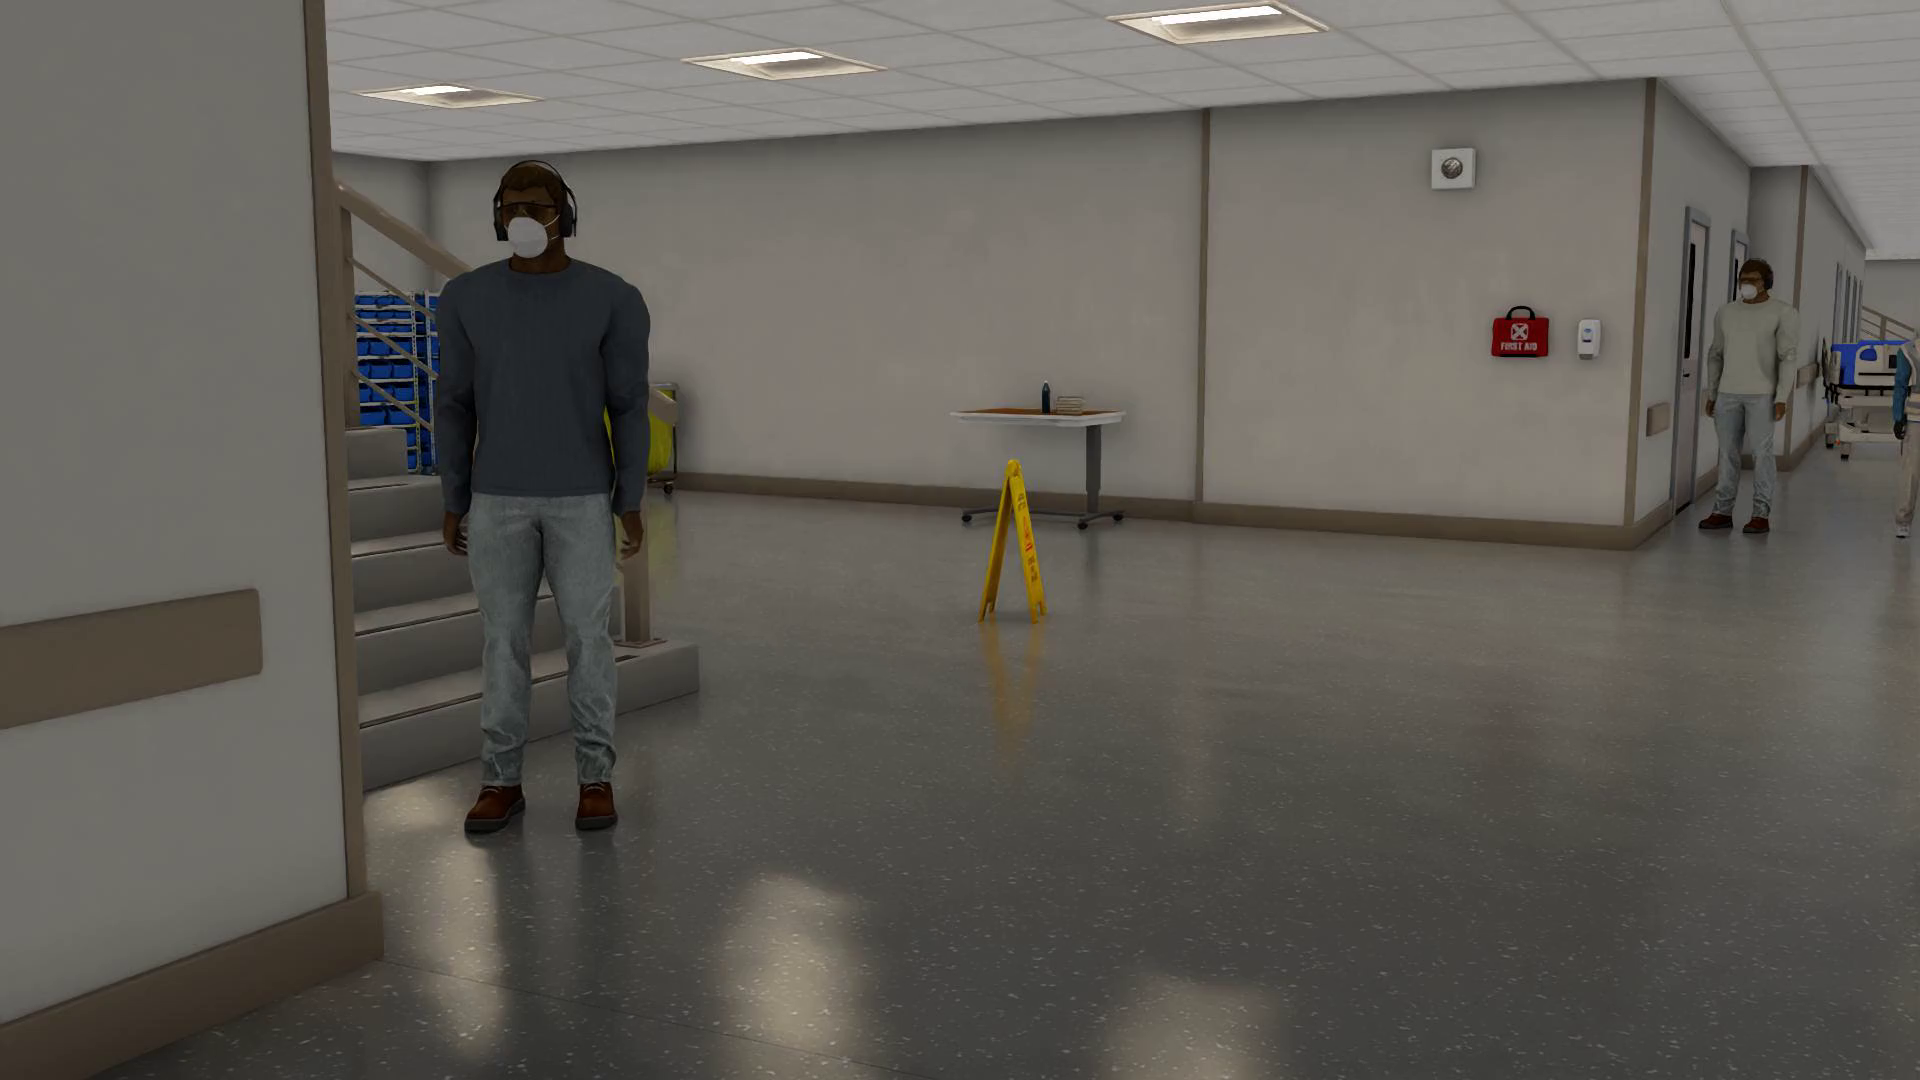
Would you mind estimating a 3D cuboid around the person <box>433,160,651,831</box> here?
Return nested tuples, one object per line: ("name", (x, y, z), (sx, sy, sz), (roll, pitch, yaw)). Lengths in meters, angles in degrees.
("person", (-1.213, -0.118, 4.853), (0.628, 1.940, 0.373), (0, 7, -3))

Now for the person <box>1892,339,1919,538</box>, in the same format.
("person", (6.657, -0.812, 11.376), (0.509, 1.629, 0.314), (3, 8, 22))

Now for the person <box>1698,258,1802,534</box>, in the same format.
("person", (5.575, -1.015, 11.763), (0.372, 1.939, 0.631), (-6, 9, -37))
